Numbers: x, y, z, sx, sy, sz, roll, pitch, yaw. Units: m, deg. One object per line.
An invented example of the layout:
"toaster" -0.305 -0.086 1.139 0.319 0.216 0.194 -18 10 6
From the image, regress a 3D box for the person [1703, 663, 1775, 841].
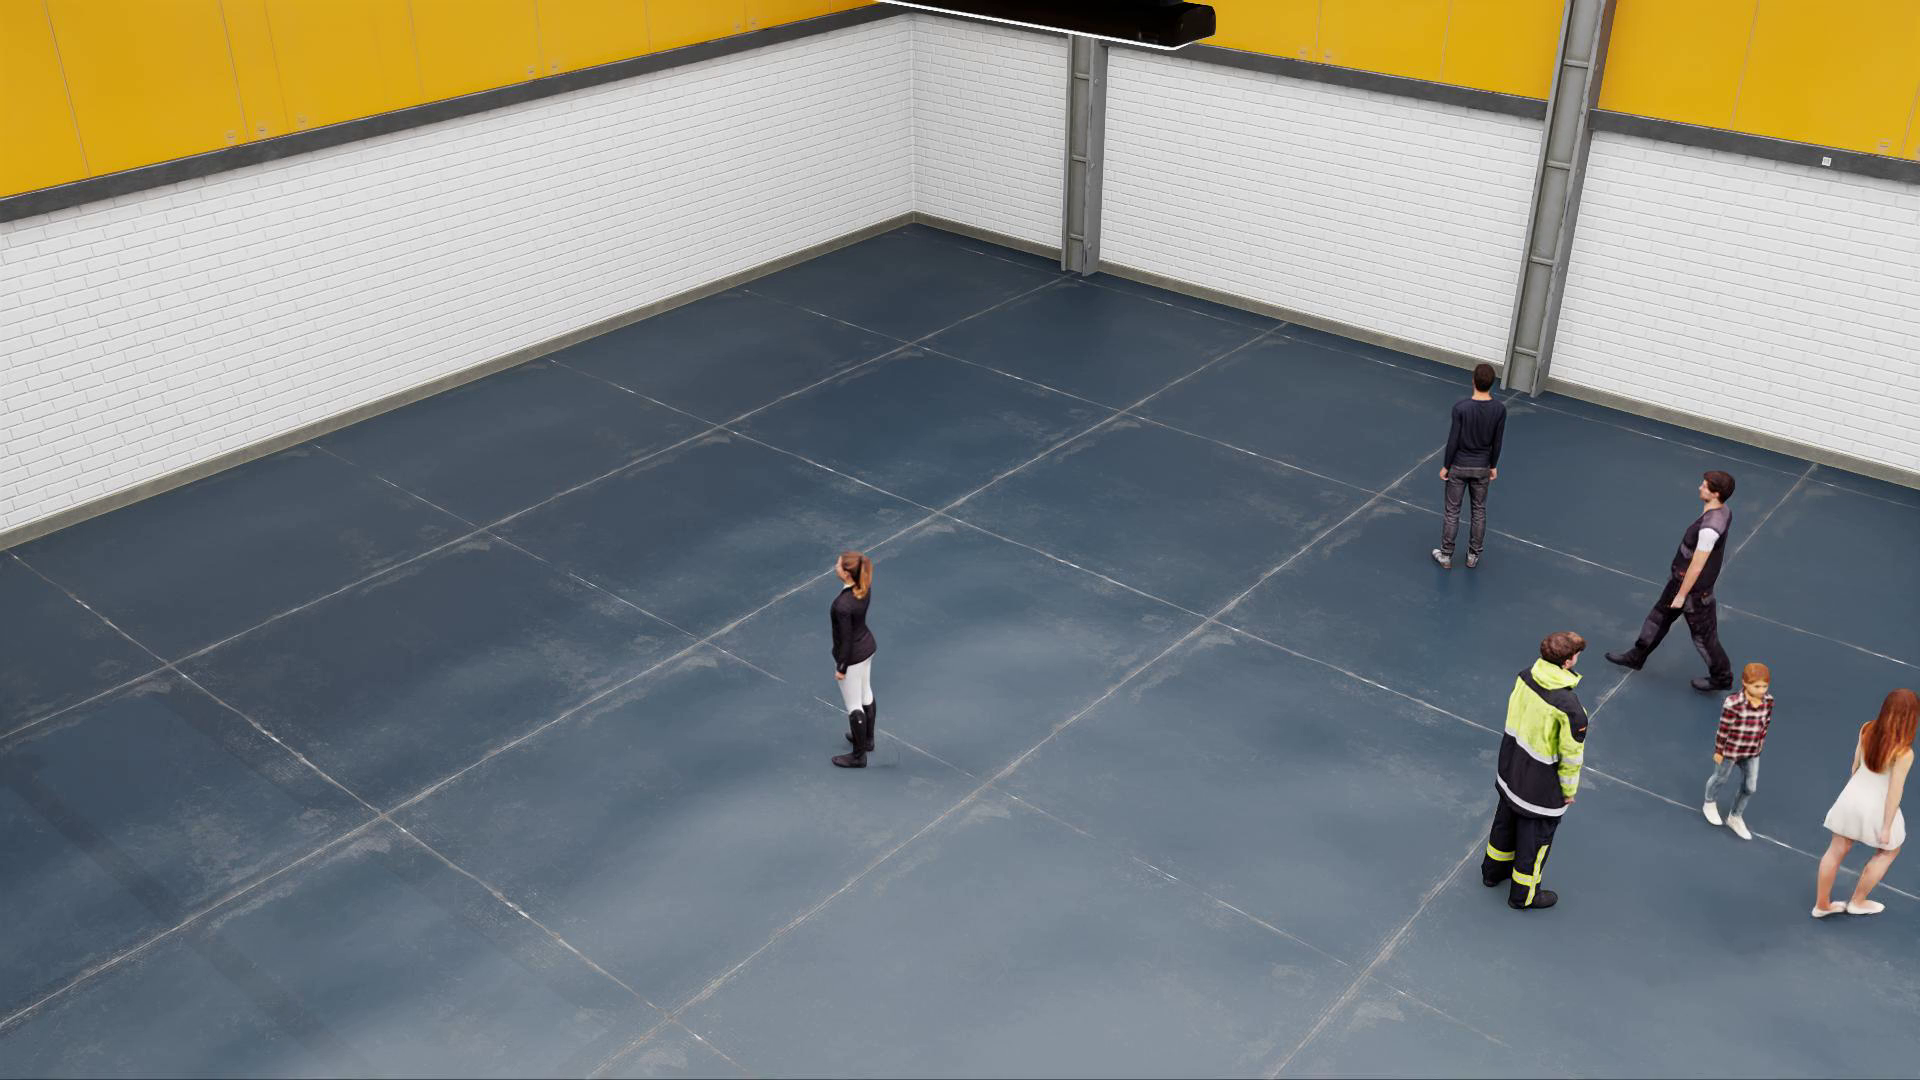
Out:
"person" 5.257 1.358 11.295 0.711 1.293 0.770 -2 29 -4

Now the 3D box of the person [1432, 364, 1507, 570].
"person" 4.394 -0.626 14.331 0.697 1.868 0.774 -1 29 -1

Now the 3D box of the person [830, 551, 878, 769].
"person" -0.750 0.838 11.793 0.652 1.729 0.646 10 30 18

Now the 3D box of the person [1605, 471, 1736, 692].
"person" 5.660 0.363 12.588 1.246 1.801 0.889 13 31 22

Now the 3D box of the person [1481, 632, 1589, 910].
"person" 3.628 1.424 10.453 0.926 1.983 0.781 -11 30 -19

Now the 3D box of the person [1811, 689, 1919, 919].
"person" 5.550 1.672 10.291 0.795 1.703 0.748 -9 30 -16
